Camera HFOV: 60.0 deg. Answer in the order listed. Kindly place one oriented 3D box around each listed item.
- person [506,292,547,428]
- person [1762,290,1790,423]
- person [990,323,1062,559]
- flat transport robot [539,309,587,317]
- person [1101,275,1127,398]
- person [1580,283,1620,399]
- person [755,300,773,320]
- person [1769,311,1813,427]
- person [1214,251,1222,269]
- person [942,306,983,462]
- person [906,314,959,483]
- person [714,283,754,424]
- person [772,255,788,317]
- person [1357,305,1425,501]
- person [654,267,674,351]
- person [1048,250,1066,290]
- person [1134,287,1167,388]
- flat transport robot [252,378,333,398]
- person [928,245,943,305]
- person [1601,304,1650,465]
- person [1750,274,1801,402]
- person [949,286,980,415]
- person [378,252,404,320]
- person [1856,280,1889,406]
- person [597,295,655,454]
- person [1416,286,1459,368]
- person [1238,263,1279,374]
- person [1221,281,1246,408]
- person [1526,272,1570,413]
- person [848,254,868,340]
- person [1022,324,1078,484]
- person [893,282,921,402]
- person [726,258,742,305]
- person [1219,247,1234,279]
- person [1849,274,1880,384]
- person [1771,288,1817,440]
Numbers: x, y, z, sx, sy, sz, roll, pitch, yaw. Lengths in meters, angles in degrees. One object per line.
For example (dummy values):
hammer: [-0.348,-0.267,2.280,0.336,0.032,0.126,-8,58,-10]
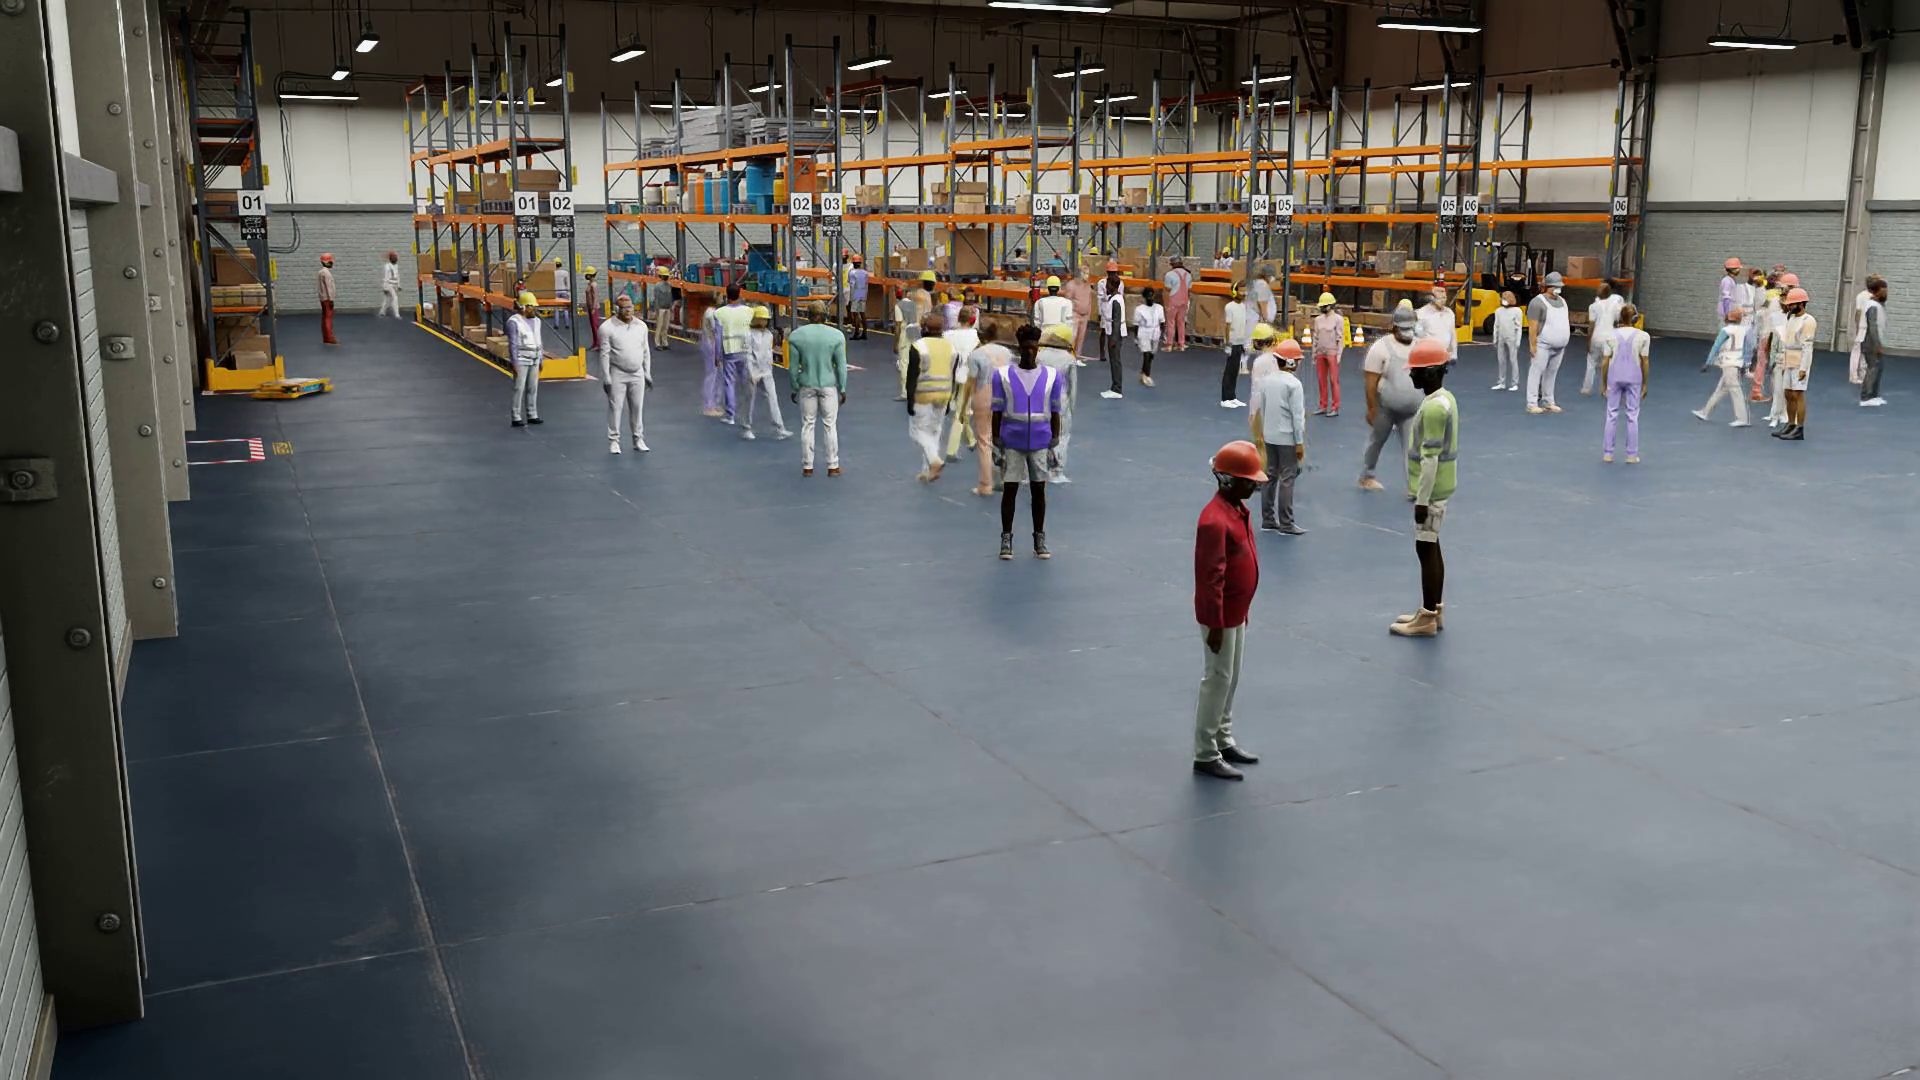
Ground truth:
person: [-5.830,-2.423,22.431,0.414,1.821,0.611,6,13,28]
person: [11.401,-2.532,22.964,0.522,1.843,0.573,-8,14,-36]
person: [0.552,-0.816,13.866,0.604,1.967,0.367,-1,11,-6]
flat transport robot: [-11.184,-6.354,46.333,1.431,0.197,0.652,-9,14,-39]
person: [2.420,-3.187,26.038,0.381,1.918,0.596,0,11,2]
person: [10.010,-3.096,25.902,0.531,1.801,0.985,0,11,-2]
person: [-5.343,-6.732,44.901,0.528,1.589,0.875,-7,13,-31]
person: [11.153,-2.314,22.343,0.514,1.634,0.312,7,13,32]
person: [8.370,-8.564,54.092,0.289,1.633,0.501,3,11,14]
person: [0.088,-1.838,19.498,0.561,1.784,1.010,7,13,32]
person: [-0.273,-1.487,17.677,0.639,1.814,0.577,-7,13,-32]
person: [-3.076,-2.545,22.777,0.587,1.920,0.392,-5,12,-22]
person: [-5.027,-7.009,45.940,0.553,1.735,0.379,5,12,24]
person: [4.411,-1.451,16.906,0.685,2.000,1.090,-2,11,-11]
person: [-6.210,-4.851,34.931,0.382,1.757,0.529,7,13,32]
person: [2.976,-7.996,50.923,0.595,1.735,0.389,3,12,16]
person: [3.128,-3.399,27.771,0.535,1.662,0.833,-4,12,-20]
flat transport robot: [-10.555,-2.416,26.322,0.652,0.197,1.431,1,11,4]
person: [-0.609,-7.353,46.969,0.615,2.026,0.659,-5,12,-23]
person: [7.635,-1.784,19.114,0.507,1.840,0.343,6,13,27]
person: [12.456,-3.056,25.301,0.649,1.960,0.647,10,15,40]
person: [0.054,-2.702,23.748,0.548,1.851,0.460,-7,13,-30]
person: [-15.419,-6.841,44.860,0.858,1.841,0.608,1,11,7]
person: [13.721,-2.958,24.981,0.442,1.884,0.656,8,14,35]
person: [-4.001,-1.990,19.997,0.669,1.905,0.403,-8,14,-35]
person: [6.457,-2.496,22.604,0.637,1.890,0.430,-5,12,-25]
person: [5.393,-3.981,29.765,0.956,2.000,0.707,2,11,11]
person: [4.100,-2.903,24.719,0.323,1.870,0.518,8,14,37]
person: [8.521,-2.846,23.992,0.685,2.000,0.535,-6,13,-28]
person: [-2.335,-5.509,37.794,0.367,1.935,0.552,10,15,42]
person: [0.948,-1.433,17.691,0.614,1.700,0.371,0,11,-2]
person: [-0.827,-3.038,25.528,0.420,1.830,0.569,5,12,22]
person: [-5.802,-6.388,42.753,0.493,1.743,0.296,-2,11,-10]
person: [8.167,-8.074,51.093,0.587,1.834,0.403,10,15,43]
person: [15.315,-3.553,28.084,0.505,1.847,0.348,-4,12,-21]
person: [10.632,-2.237,21.208,0.387,1.924,0.549,0,11,-1]
